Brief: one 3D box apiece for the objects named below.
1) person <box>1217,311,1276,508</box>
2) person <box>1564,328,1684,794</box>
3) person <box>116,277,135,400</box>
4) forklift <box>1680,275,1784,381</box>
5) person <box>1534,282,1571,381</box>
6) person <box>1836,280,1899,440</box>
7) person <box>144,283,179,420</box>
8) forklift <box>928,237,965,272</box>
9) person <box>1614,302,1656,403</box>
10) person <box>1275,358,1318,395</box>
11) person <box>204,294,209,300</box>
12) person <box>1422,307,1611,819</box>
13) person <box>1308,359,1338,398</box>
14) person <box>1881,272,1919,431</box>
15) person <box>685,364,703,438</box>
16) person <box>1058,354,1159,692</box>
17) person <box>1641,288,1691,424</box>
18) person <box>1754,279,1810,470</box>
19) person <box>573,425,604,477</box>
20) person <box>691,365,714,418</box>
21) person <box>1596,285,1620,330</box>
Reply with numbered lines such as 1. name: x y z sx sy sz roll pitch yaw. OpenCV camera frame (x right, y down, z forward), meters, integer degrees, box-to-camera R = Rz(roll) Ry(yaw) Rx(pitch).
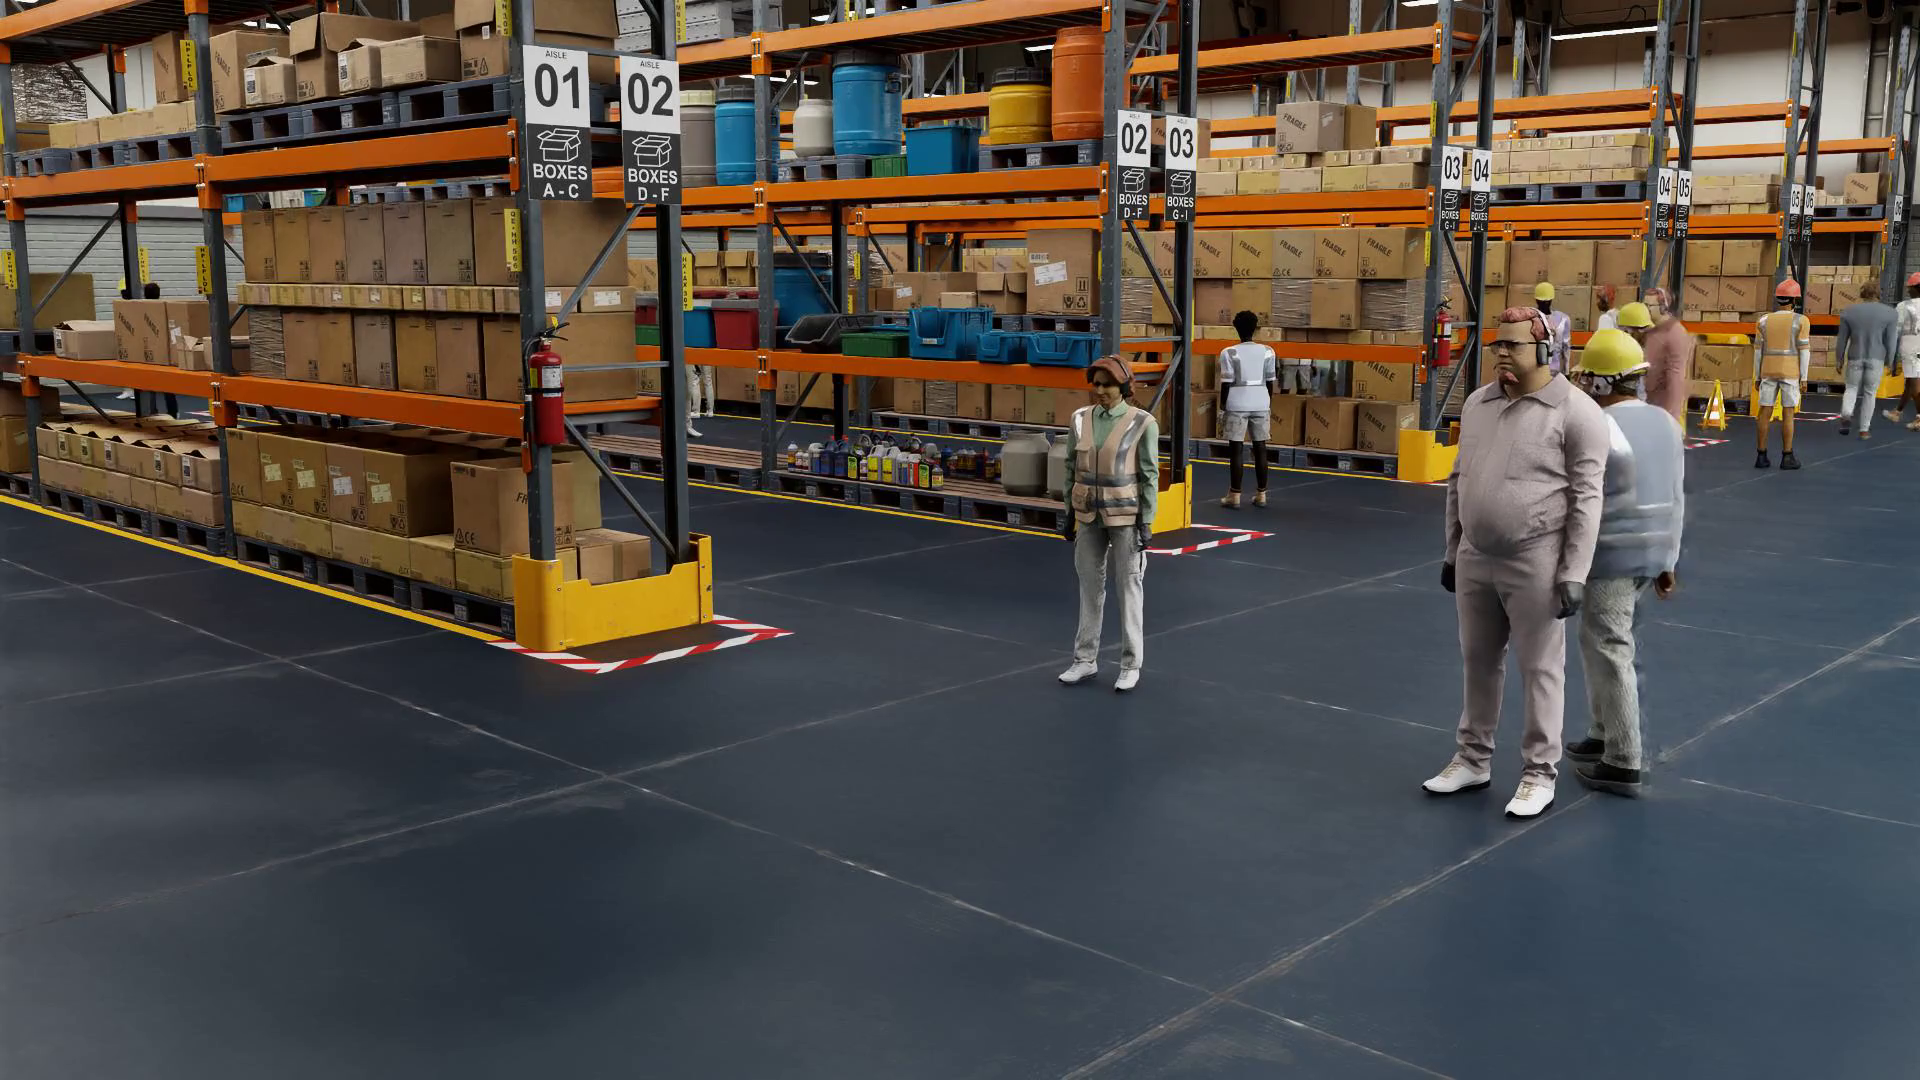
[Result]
1. person: 2.466 -1.126 14.345 0.529 1.694 0.321 -3 10 -16
2. person: 2.559 0.073 6.630 0.599 1.814 0.611 -7 11 -35
3. person: -13.020 -3.165 26.168 0.604 1.917 0.411 3 10 20
4. forklift: 12.480 -3.427 27.053 1.214 2.155 2.313 9 13 43
5. person: 6.423 -1.885 18.346 0.628 1.900 0.670 2 9 10
6. person: 10.908 -2.166 20.038 0.635 1.923 0.491 7 12 36
7. person: -10.349 -2.358 21.400 0.612 1.858 1.029 -3 10 -18
8. forklift: -0.326 -5.817 39.609 1.129 2.768 1.873 9 13 43
9. person: 5.051 -0.958 13.011 0.668 1.802 0.610 5 11 29
10. person: 3.954 -2.100 19.572 0.551 1.936 0.360 -2 9 -9
11. person: -12.434 -3.370 27.750 0.602 1.808 0.659 -6 11 -33
12. person: 2.085 0.079 6.301 0.406 1.911 0.639 -7 11 -35
13. person: 4.546 -2.155 20.956 0.501 1.613 0.739 -3 10 -20
14. person: 12.206 -2.434 21.419 0.636 1.990 1.021 -2 9 -10
15. person: -3.363 -2.173 20.228 0.329 1.873 0.512 8 12 40
16. person: 0.733 -0.089 8.155 0.513 1.640 0.309 6 11 34
17. person: 5.805 -1.147 13.871 0.430 1.888 0.667 -2 9 -11
18. person: 8.490 -1.712 17.188 0.361 1.939 0.542 -9 13 -43
19. person: -3.790 -1.528 15.957 0.805 1.968 0.666 6 11 33
20. person: -3.610 -2.497 22.933 0.499 1.634 0.285 -8 12 -39
21. person: 7.426 -1.988 19.133 0.734 1.849 0.709 8 12 40
